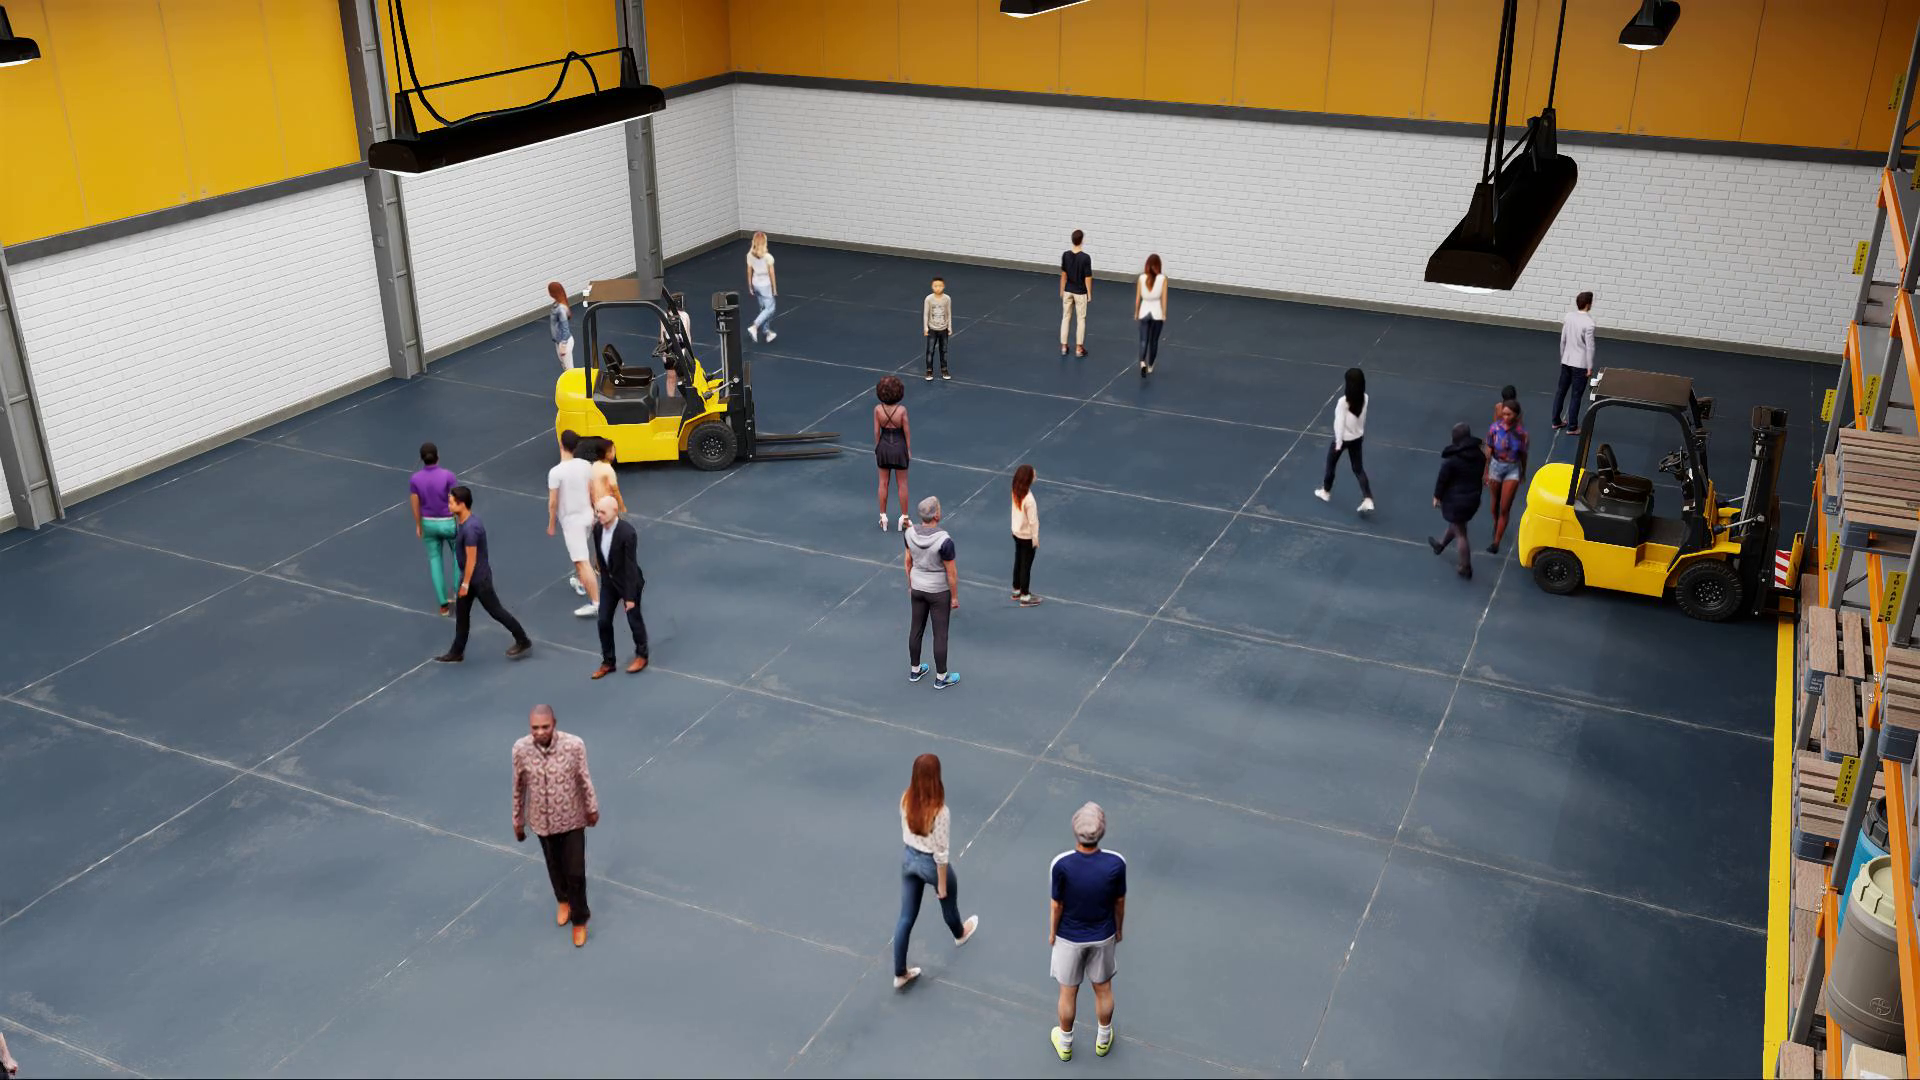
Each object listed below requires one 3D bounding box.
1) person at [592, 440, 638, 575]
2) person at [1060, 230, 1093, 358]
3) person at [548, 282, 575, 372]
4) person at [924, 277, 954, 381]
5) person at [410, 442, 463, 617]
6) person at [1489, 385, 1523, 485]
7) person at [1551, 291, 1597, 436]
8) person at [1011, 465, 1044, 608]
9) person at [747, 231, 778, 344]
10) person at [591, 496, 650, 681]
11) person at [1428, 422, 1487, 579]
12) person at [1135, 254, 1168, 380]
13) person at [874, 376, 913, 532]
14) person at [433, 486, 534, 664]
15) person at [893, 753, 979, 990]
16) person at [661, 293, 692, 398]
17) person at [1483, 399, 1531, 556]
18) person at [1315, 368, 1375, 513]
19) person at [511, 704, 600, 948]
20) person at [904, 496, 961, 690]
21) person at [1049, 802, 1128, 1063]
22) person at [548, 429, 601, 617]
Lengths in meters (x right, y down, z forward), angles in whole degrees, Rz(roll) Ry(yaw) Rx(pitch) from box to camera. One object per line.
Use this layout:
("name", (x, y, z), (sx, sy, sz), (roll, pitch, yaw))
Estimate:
("person", (-3.758, -0.332, 17.389), (0.875, 1.444, 0.731), (-18, 30, -36))
("person", (1.693, -3.621, 24.408), (0.629, 1.850, 0.539), (11, 26, 23))
("person", (-5.316, -2.655, 22.387), (0.735, 1.698, 0.678), (-8, 25, -18))
("person", (-0.308, -2.995, 23.458), (0.632, 1.463, 0.666), (-5, 24, -11))
("person", (-5.152, -0.086, 16.448), (0.891, 1.747, 1.003), (-2, 24, -6))
("person", (6.466, -1.243, 19.712), (0.605, 1.254, 0.594), (-20, 30, -38))
("person", (7.905, -2.291, 21.361), (0.801, 1.853, 0.767), (-11, 26, -23))
("person", (0.652, -0.064, 16.727), (0.685, 1.484, 0.644), (-11, 26, -23))
("person", (-2.980, -3.736, 24.845), (0.685, 1.709, 0.959), (13, 27, 27))
("person", (-3.067, 0.385, 15.335), (0.729, 1.775, 0.825), (11, 26, 24))
("person", (5.242, -0.377, 17.258), (1.073, 1.630, 1.105), (-9, 25, -20))
("person", (2.674, -3.103, 23.366), (0.753, 1.733, 1.061), (5, 24, 10))
("person", (-0.745, -0.951, 18.374), (0.612, 1.790, 0.620), (3, 24, 7))
("person", (-4.399, 0.347, 15.453), (1.223, 1.751, 1.093), (-11, 26, -23))
("person", (-0.285, 2.250, 11.185), (0.747, 1.683, 1.150), (16, 28, 33))
("person", (-3.740, -2.465, 22.014), (0.626, 1.648, 0.703), (-11, 26, -24))
("person", (5.900, -0.727, 17.978), (0.595, 1.696, 1.160), (9, 25, 19))
("person", (4.478, -1.098, 18.870), (1.142, 1.662, 1.102), (-13, 27, -27))
("person", (-2.843, 1.918, 11.815), (0.916, 1.786, 0.991), (0, 24, 0))
("person", (-0.274, 0.466, 15.084), (0.724, 1.829, 0.611), (15, 28, 30))
("person", (0.795, 2.470, 10.486), (0.723, 1.839, 0.736), (-3, 24, -6))
("person", (-3.779, -0.154, 16.530), (0.892, 1.806, 0.986), (11, 26, 23))
